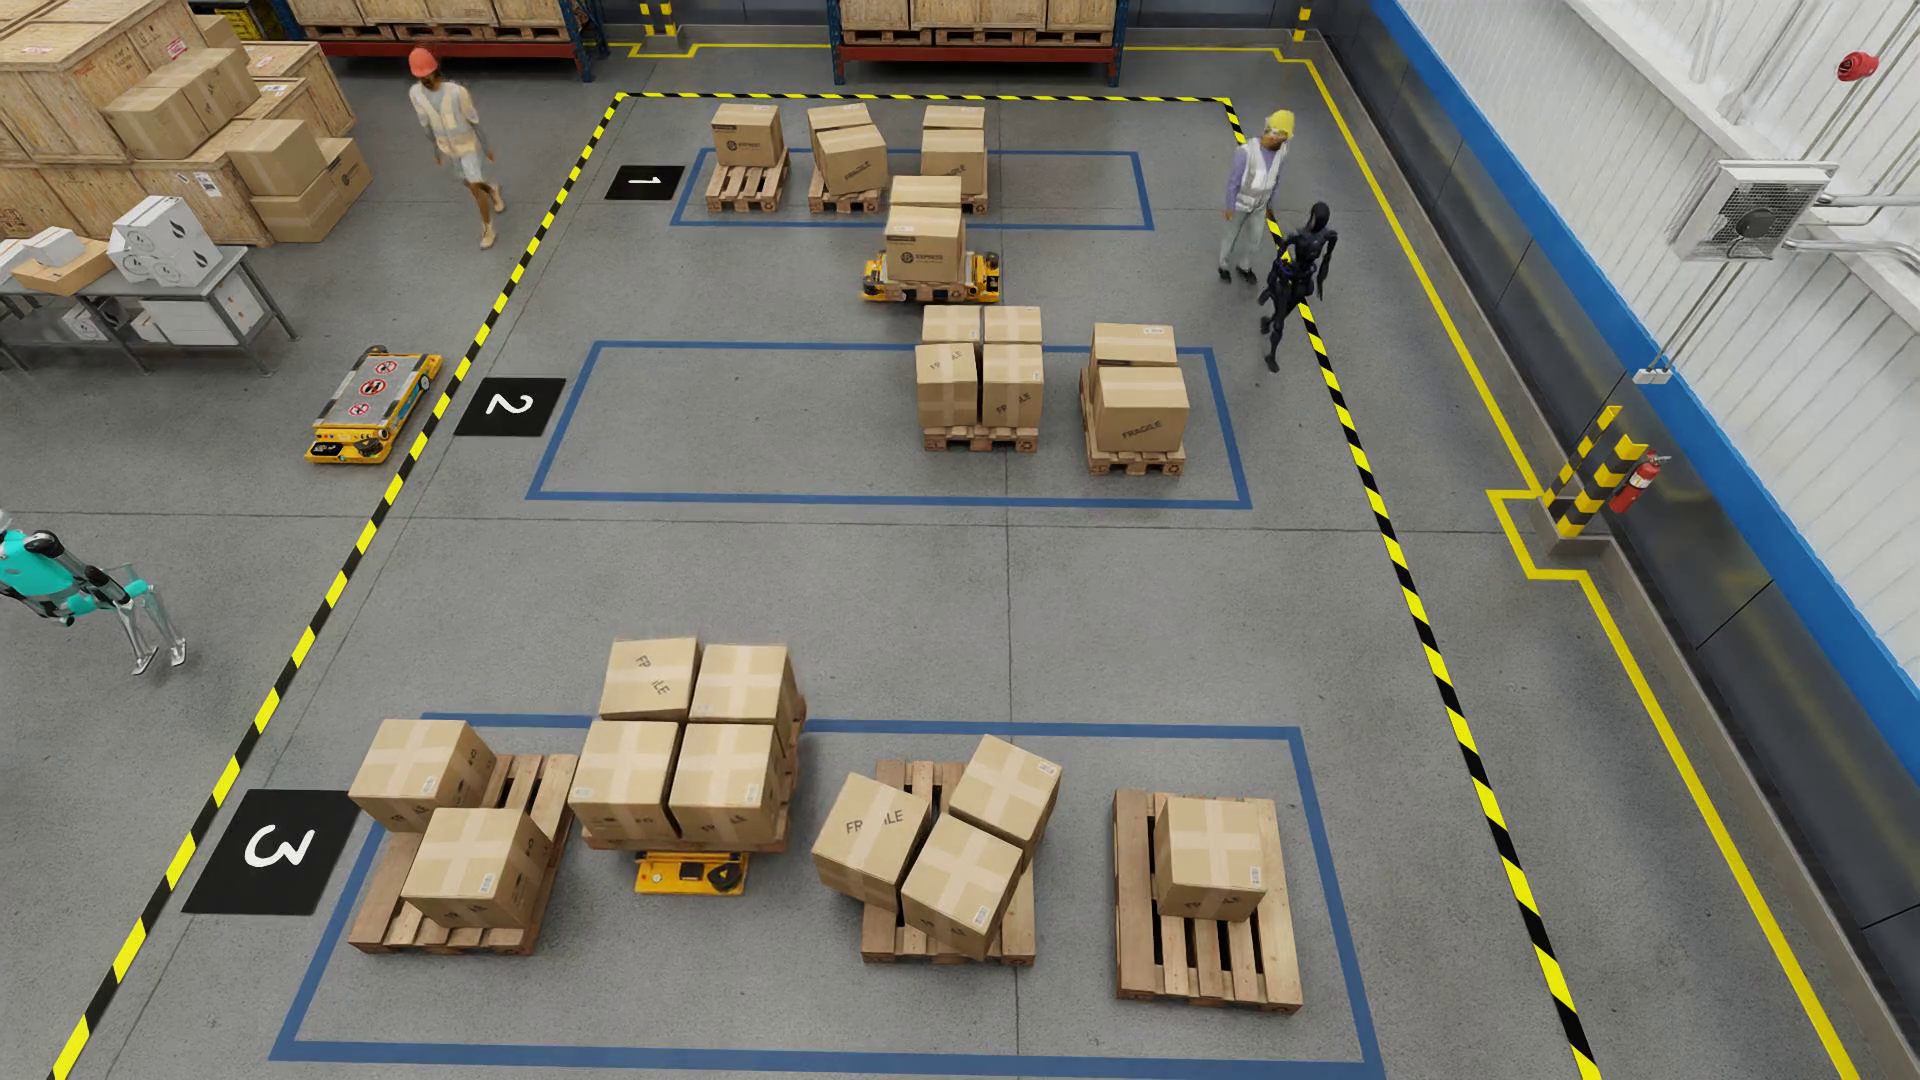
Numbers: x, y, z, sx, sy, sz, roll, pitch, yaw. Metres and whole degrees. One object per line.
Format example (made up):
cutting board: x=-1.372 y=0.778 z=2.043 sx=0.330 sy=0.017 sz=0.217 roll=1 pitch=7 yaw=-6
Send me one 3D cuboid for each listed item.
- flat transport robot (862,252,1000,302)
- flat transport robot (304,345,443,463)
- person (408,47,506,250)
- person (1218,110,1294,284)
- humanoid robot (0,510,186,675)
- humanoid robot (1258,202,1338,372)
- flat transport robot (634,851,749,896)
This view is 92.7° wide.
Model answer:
flat transport robot: x=-0.296 y=-2.807 z=9.724 sx=1.431 sy=0.197 sz=0.652 roll=1 pitch=50 yaw=1
flat transport robot: x=-5.383 y=-1.269 z=8.441 sx=0.659 sy=0.231 sz=1.431 roll=1 pitch=50 yaw=1
person: x=-5.358 y=-4.255 z=9.830 sx=0.609 sy=2.015 sz=0.933 roll=1 pitch=50 yaw=0
person: x=2.931 y=-3.421 z=9.276 sx=0.621 sy=1.788 sz=0.406 roll=-14 pitch=51 yaw=-12
humanoid robot: x=-5.811 y=0.254 z=6.105 sx=0.533 sy=1.673 sz=0.735 roll=-11 pitch=51 yaw=-10
humanoid robot: x=3.097 y=-2.435 z=8.548 sx=0.611 sy=1.648 sz=0.762 roll=-7 pitch=50 yaw=-6
flat transport robot: x=-1.649 y=1.577 z=6.014 sx=0.652 sy=0.197 sz=1.431 roll=1 pitch=50 yaw=1
